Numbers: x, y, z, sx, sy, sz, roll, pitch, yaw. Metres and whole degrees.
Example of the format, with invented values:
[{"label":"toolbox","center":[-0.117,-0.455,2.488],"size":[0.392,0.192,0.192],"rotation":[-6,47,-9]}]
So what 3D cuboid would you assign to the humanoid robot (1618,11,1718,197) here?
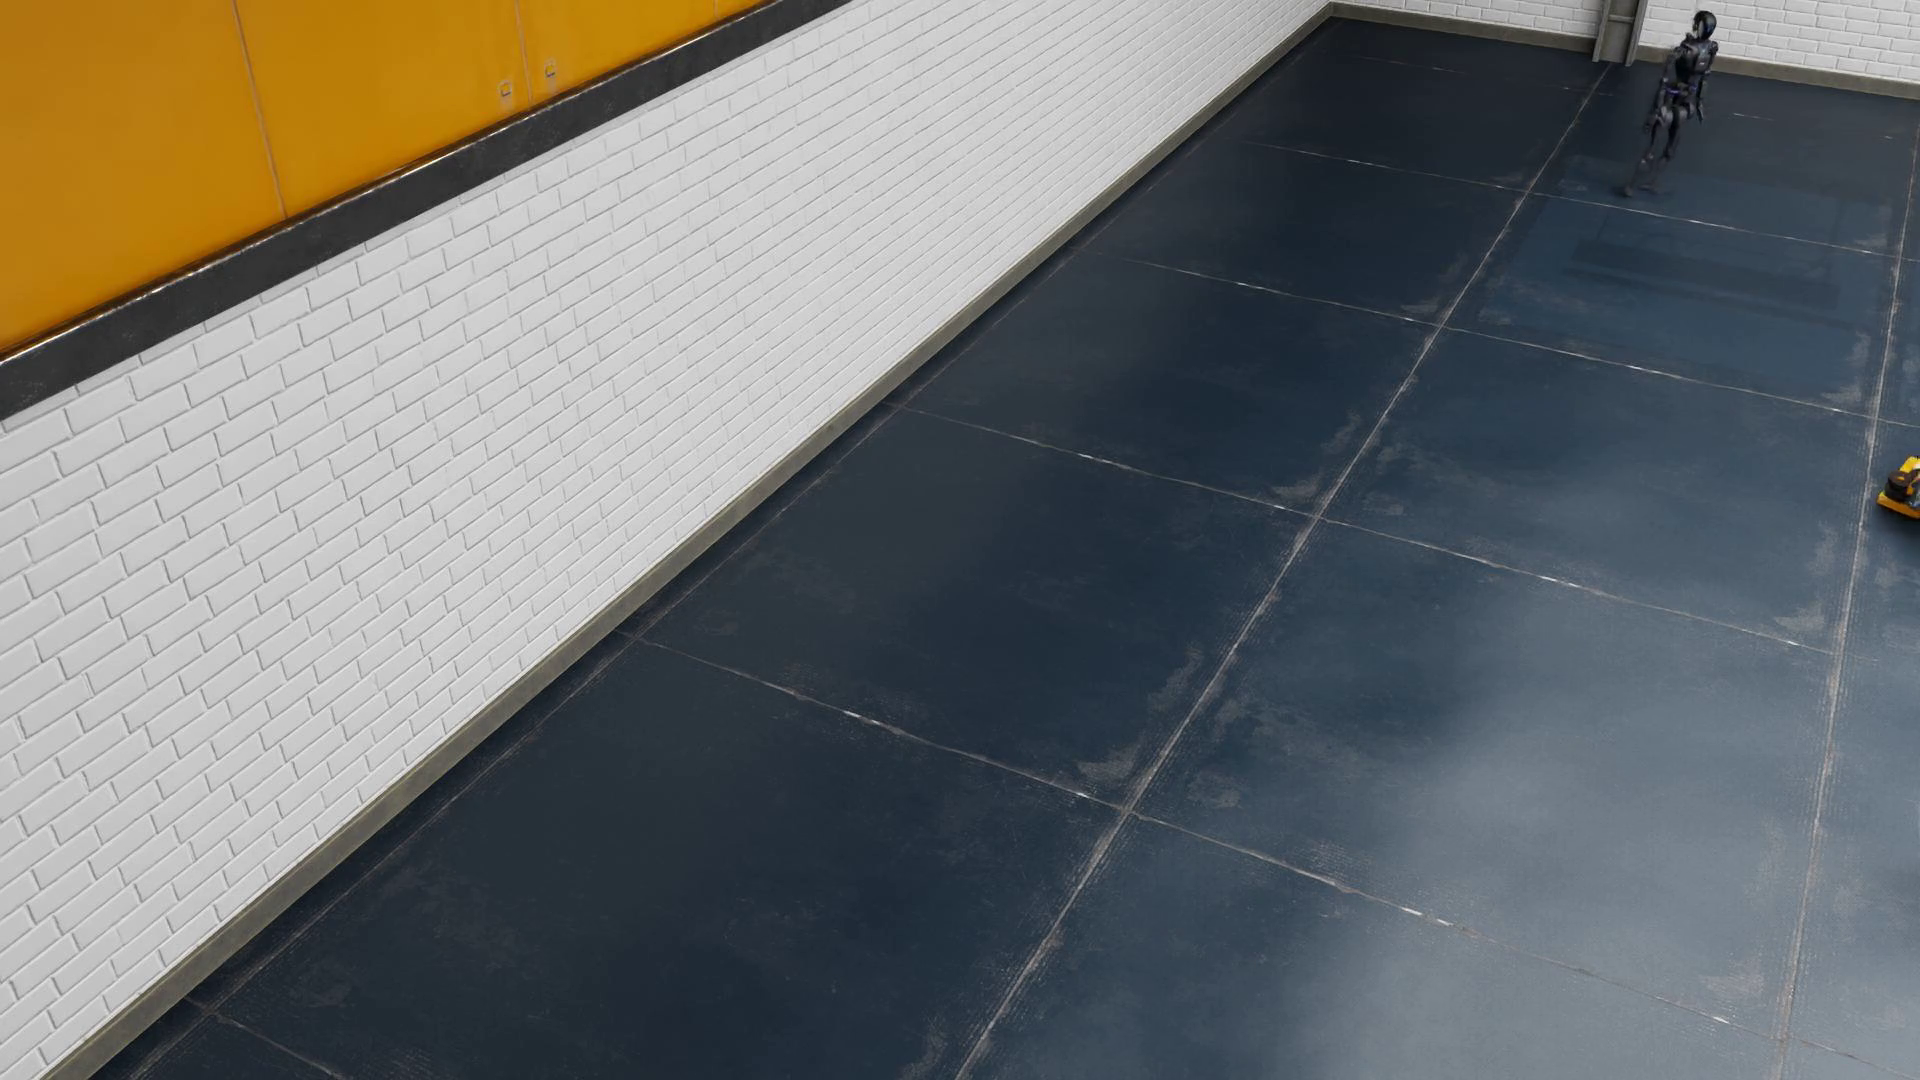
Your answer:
[{"label":"humanoid robot","center":[6.148,-3.744,14.299],"size":[0.609,1.639,0.413],"rotation":[-15,37,-21]}]

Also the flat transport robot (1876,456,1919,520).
[{"label":"flat transport robot","center":[6.505,-0.162,10.219],"size":[1.431,0.231,0.659],"rotation":[26,42,33]}]
